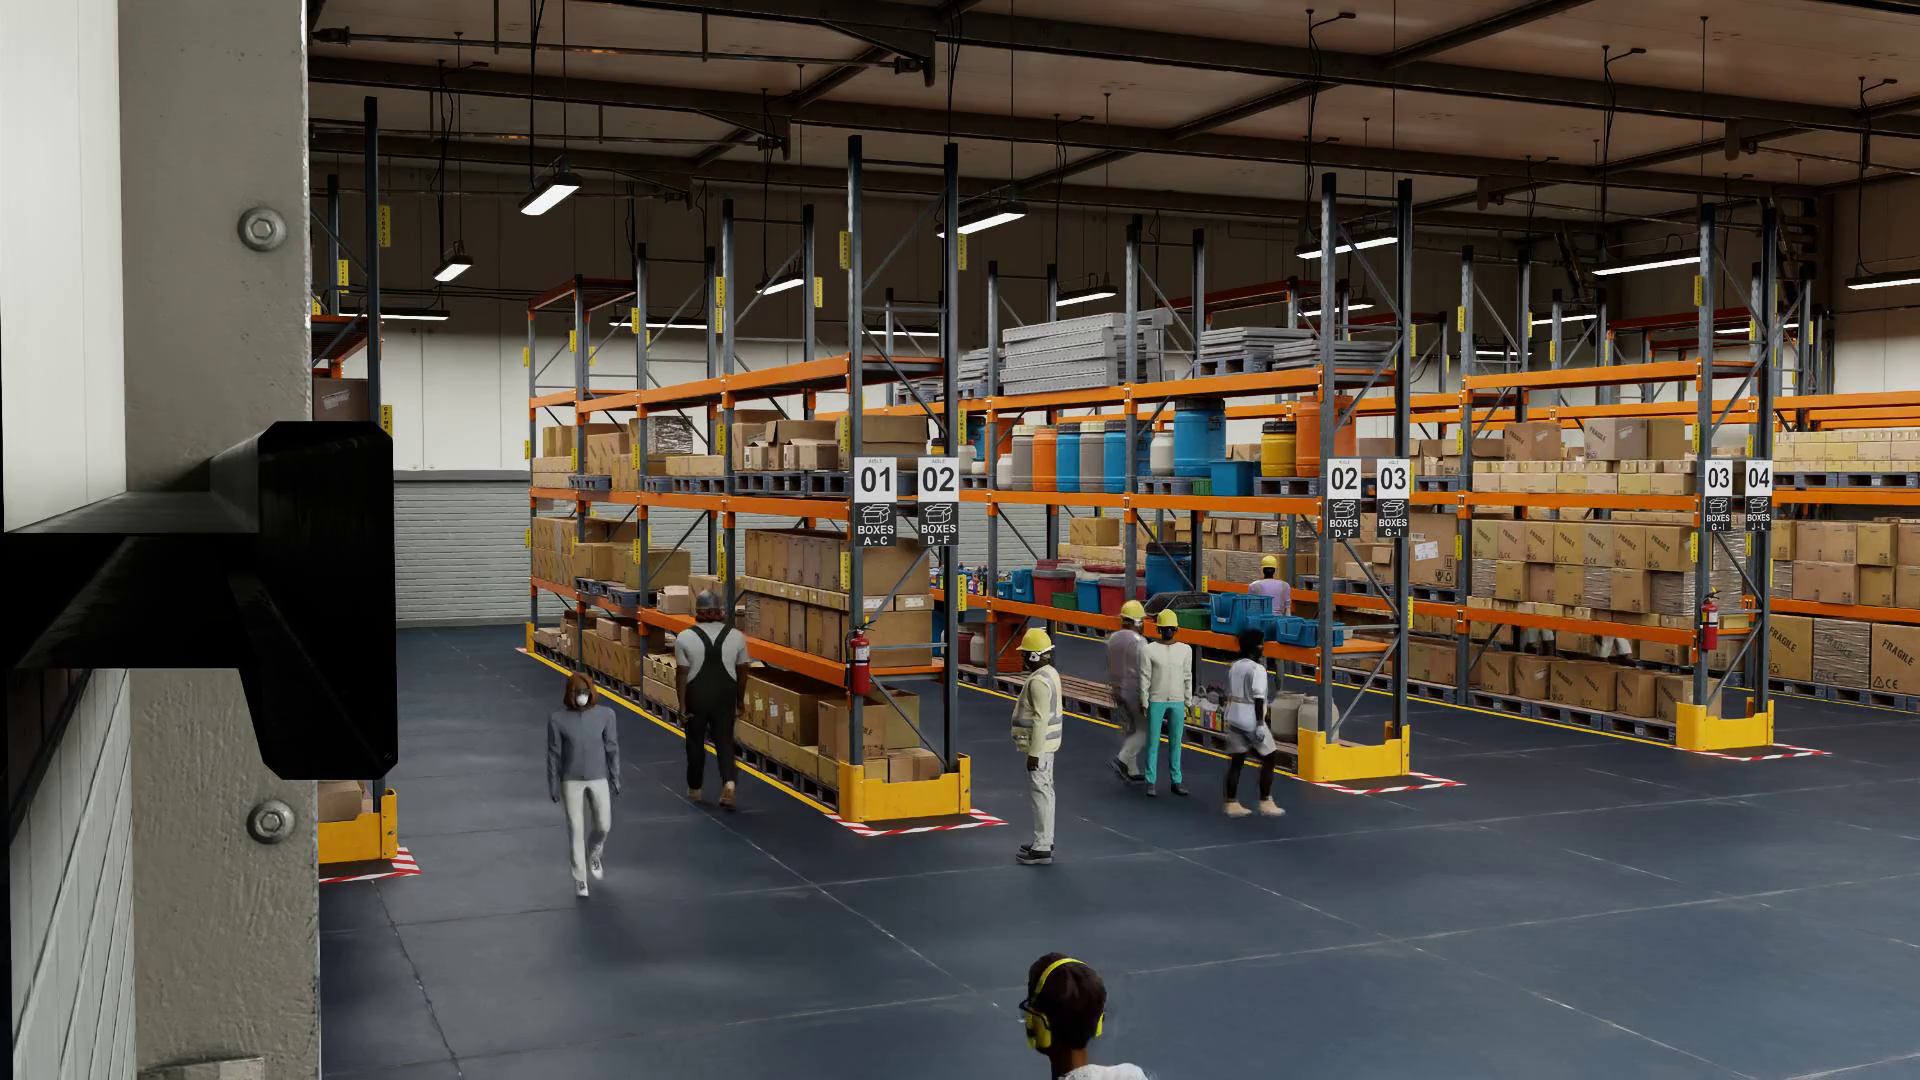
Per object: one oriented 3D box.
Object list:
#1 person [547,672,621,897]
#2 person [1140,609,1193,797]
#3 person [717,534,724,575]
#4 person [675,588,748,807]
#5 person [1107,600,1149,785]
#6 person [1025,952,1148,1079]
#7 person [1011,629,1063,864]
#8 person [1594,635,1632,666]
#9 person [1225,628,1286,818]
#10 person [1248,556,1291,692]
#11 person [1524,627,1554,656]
[{"bbox_3d":[-2.741,1.757,13.045,0.531,1.619,0.405,-1,2,-16],"label":"person"},{"bbox_3d":[1.964,1.537,16.997,0.525,1.769,0.315,0,2,-13],"label":"person"},{"bbox_3d":[-4.614,0.793,35.252,0.325,1.865,0.517,-2,3,-41],"label":"person"},{"bbox_3d":[-2.291,1.440,16.537,0.688,2.000,0.956,-1,2,-20],"label":"person"},{"bbox_3d":[1.654,1.492,17.465,0.479,1.820,0.596,-1,3,-33],"label":"person"},{"bbox_3d":[0.326,1.986,4.666,0.535,1.821,1.002,-2,3,-35],"label":"person"},{"bbox_3d":[0.605,1.613,14.132,0.404,1.830,0.602,0,2,10],"label":"person"},{"bbox_3d":[8.509,1.169,23.535,0.612,2.014,0.914,-1,2,-20],"label":"person"},{"bbox_3d":[2.629,1.620,15.861,0.632,1.677,0.562,-1,2,-21],"label":"person"},{"bbox_3d":[4.194,1.175,24.356,0.590,1.926,0.388,0,2,-2],"label":"person"},{"bbox_3d":[8.270,1.132,25.818,0.550,1.916,0.805,-1,2,-13],"label":"person"}]
